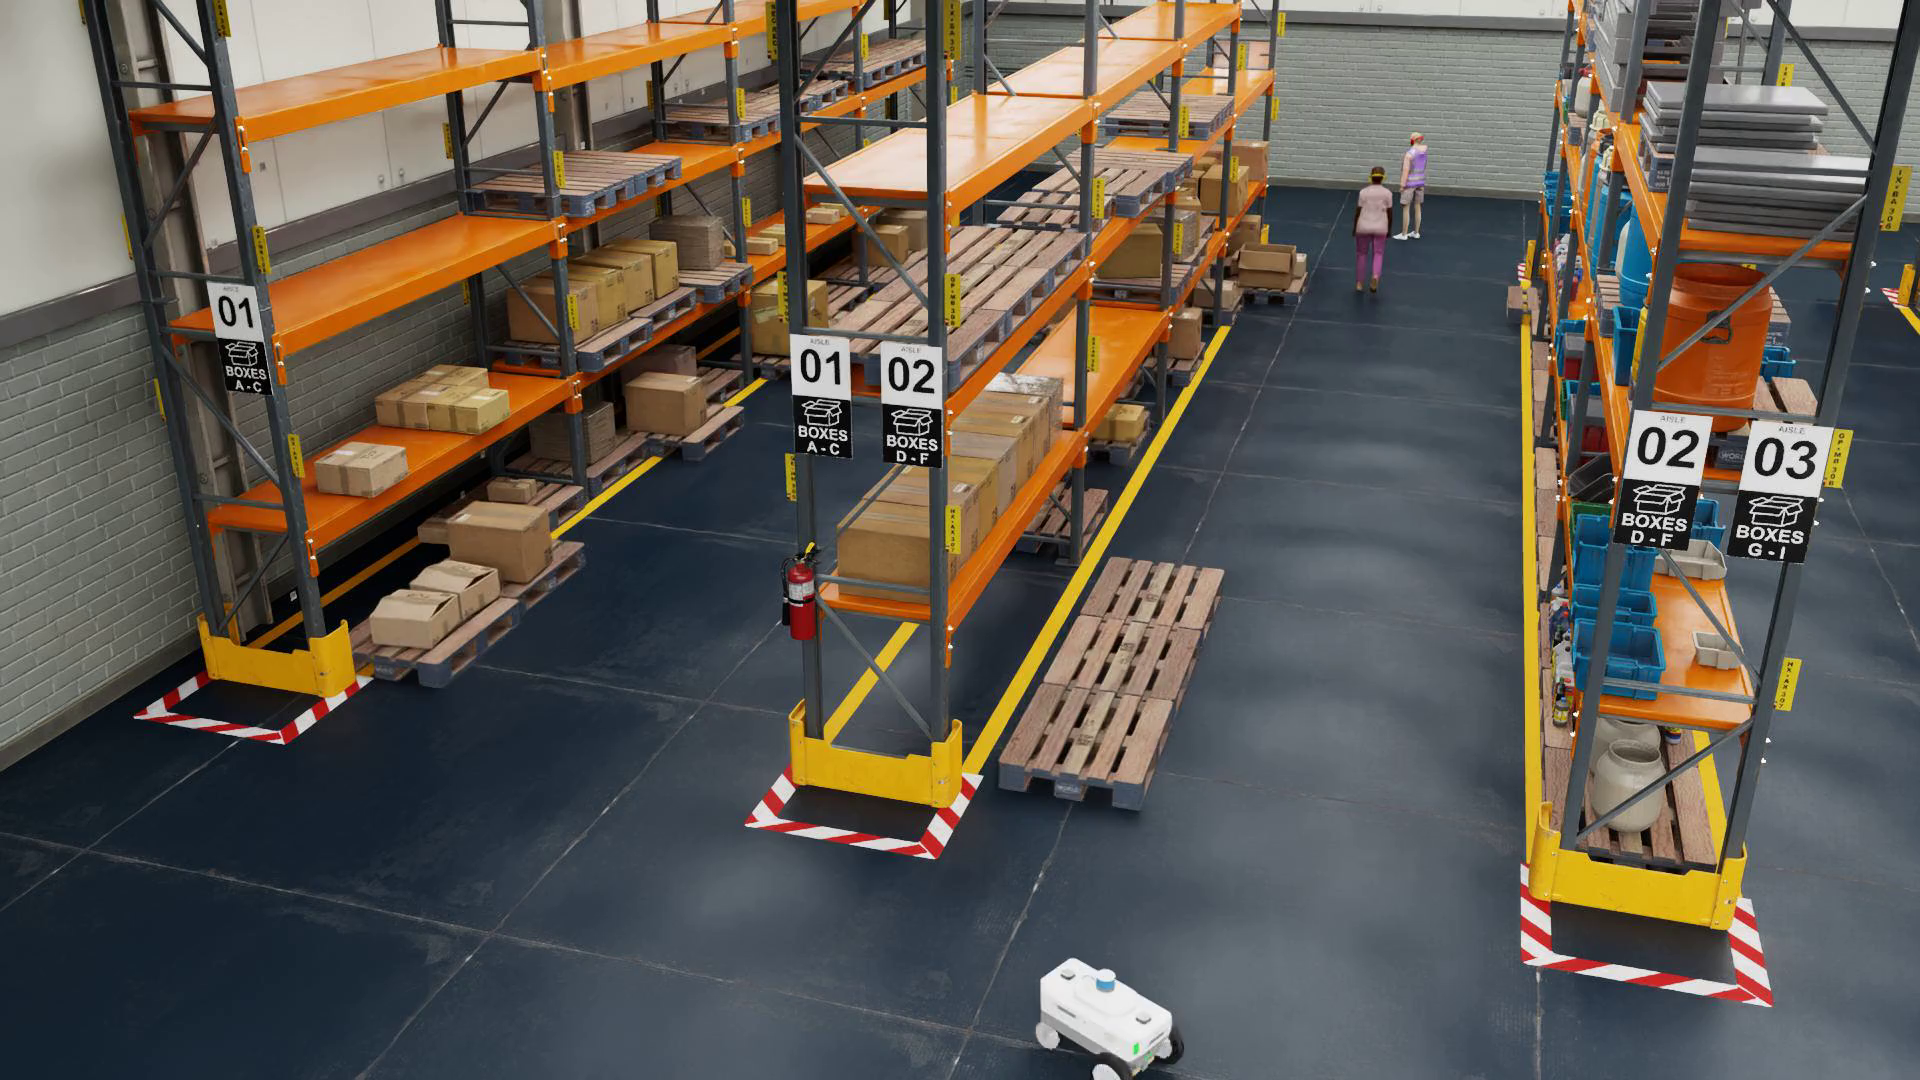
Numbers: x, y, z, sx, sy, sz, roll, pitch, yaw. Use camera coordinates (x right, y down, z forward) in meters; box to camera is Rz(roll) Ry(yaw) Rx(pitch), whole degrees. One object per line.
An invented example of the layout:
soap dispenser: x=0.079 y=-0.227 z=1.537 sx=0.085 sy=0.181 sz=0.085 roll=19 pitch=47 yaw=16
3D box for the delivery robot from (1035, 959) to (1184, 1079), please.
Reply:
delivery robot: x=0.782 y=2.575 z=8.859 sx=0.812 sy=0.609 sz=0.499 roll=21 pitch=31 yaw=40

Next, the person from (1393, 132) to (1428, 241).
person: x=7.173 y=-5.605 z=26.381 sx=0.489 sy=1.688 sz=0.351 roll=-14 pitch=27 yaw=-29

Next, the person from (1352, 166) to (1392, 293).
person: x=5.771 y=-4.334 z=23.322 sx=0.525 sy=1.782 sz=0.668 roll=6 pitch=24 yaw=13
